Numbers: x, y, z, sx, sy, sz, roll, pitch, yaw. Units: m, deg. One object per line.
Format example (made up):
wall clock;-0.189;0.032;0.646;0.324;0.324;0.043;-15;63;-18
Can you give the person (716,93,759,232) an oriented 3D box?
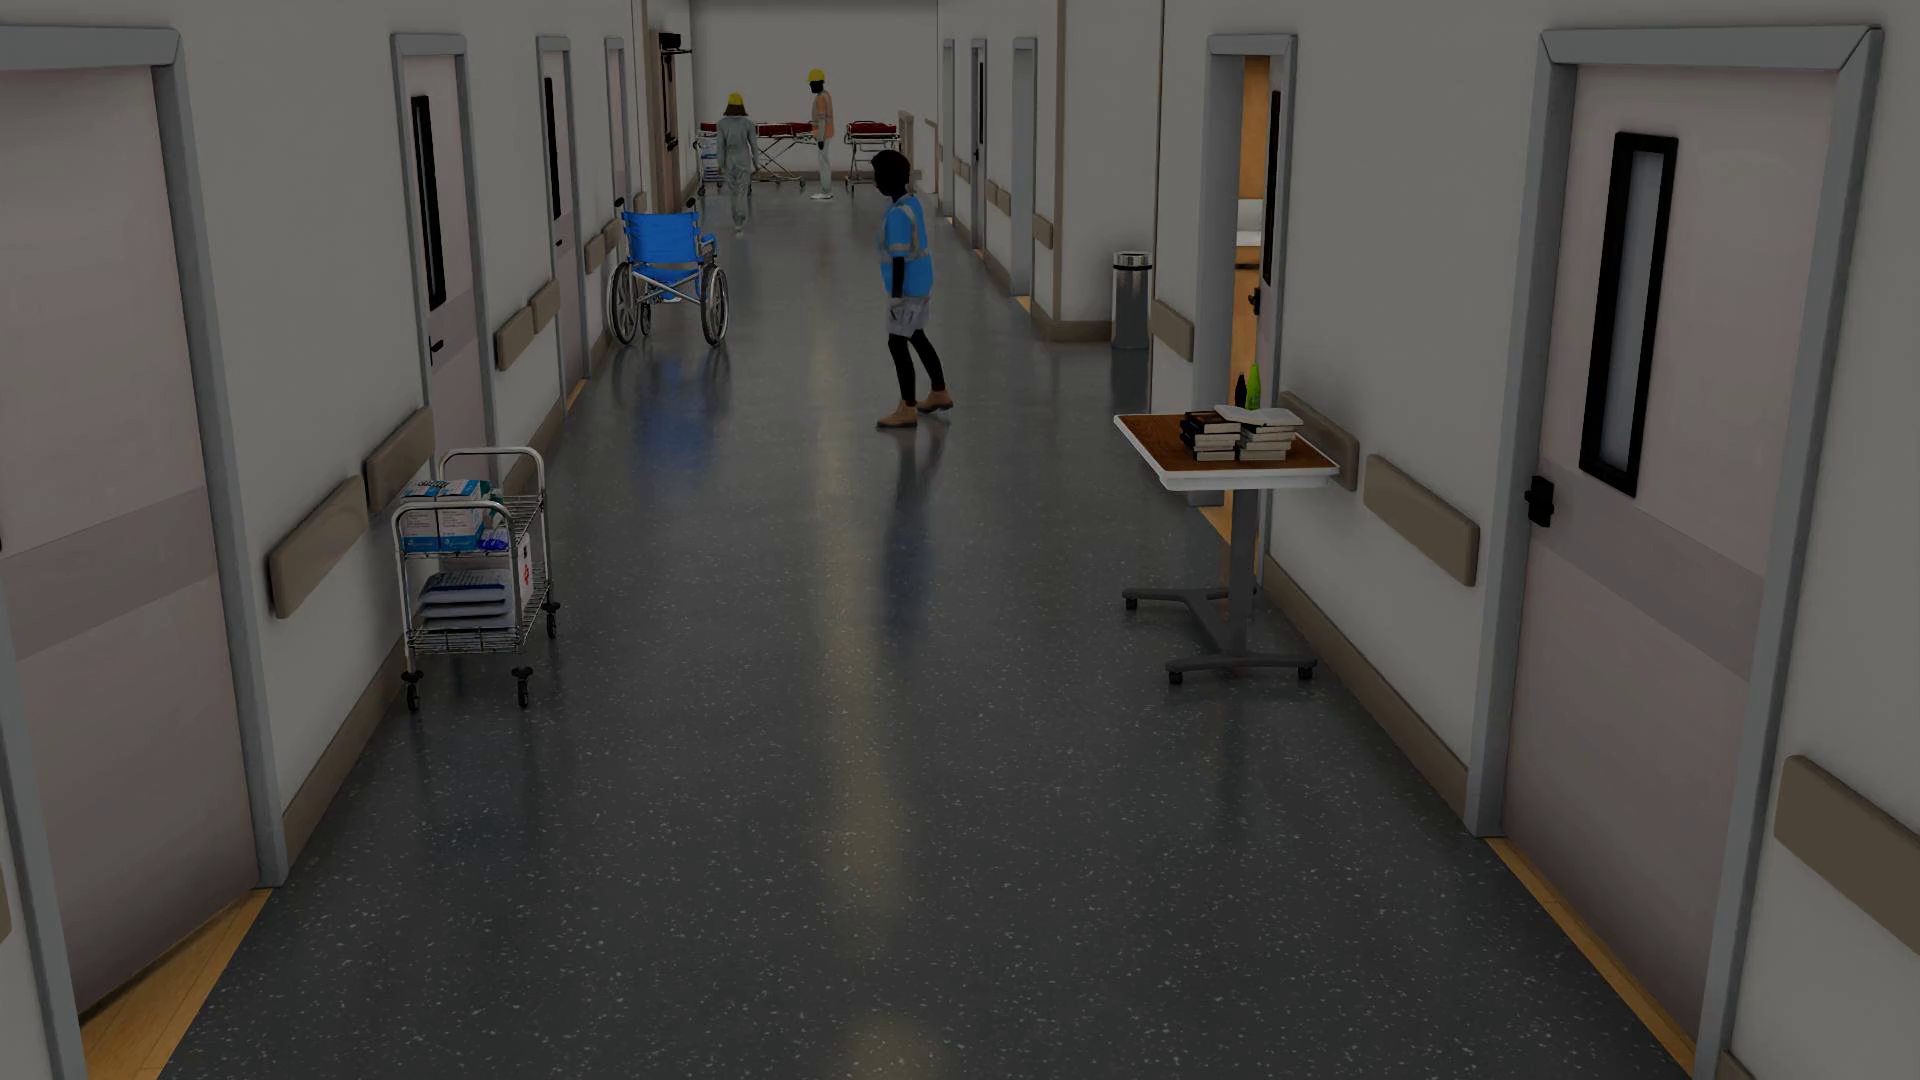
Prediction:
person;-2.787;-4.738;20.881;0.502;1.694;0.917;0;17;-2

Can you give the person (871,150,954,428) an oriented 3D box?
person;-0.289;-1.539;10.212;0.472;1.676;0.675;2;17;8

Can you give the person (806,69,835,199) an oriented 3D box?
person;-2.104;-6.122;25.123;0.413;1.918;0.591;0;17;0
